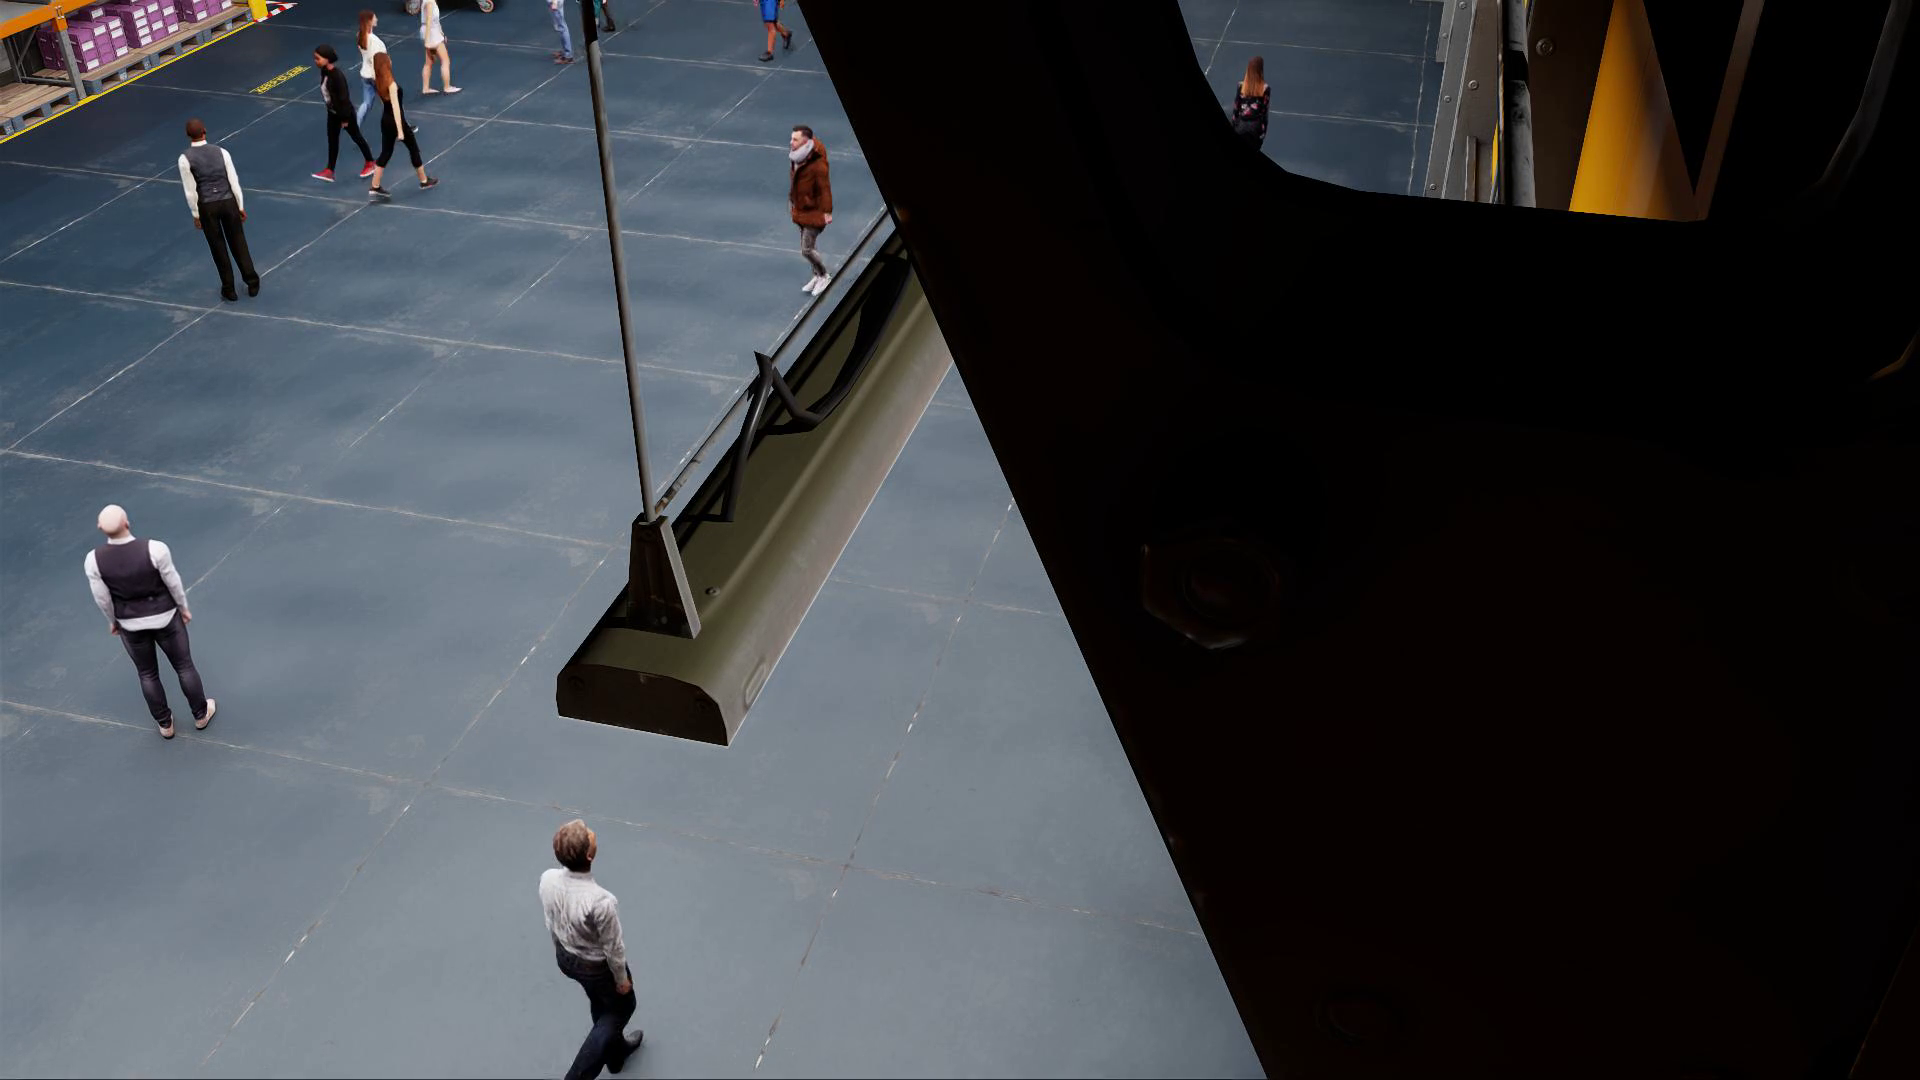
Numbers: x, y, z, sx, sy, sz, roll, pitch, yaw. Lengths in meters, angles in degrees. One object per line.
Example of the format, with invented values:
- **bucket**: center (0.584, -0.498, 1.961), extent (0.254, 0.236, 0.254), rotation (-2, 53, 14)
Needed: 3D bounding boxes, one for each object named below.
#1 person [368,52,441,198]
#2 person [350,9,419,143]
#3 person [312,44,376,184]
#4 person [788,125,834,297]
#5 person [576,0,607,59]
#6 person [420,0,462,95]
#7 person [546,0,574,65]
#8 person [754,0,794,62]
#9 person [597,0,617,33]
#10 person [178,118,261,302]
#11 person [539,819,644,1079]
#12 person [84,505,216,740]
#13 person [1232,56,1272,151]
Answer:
- **person**: center (-6.710, -4.816, 19.470), extent (0.924, 1.688, 1.202), rotation (26, 42, 34)
- **person**: center (-7.469, -5.822, 21.014), extent (0.940, 1.656, 1.203), rotation (26, 42, 34)
- **person**: center (-7.366, -5.140, 20.007), extent (0.886, 1.634, 1.141), rotation (22, 39, 29)
- **person**: center (-1.481, -3.435, 17.272), extent (0.901, 1.821, 0.862), rotation (-24, 41, -32)
- **person**: center (-5.363, -7.845, 24.077), extent (0.965, 1.634, 1.068), rotation (-15, 36, -21)
- **person**: center (-7.243, -6.835, 22.596), extent (0.856, 1.591, 0.816), rotation (-8, 34, -12)
- **person**: center (-5.784, -7.767, 23.766), extent (0.784, 1.849, 0.634), rotation (-6, 34, -10)
- **person**: center (-2.688, -7.844, 23.946), extent (0.869, 1.776, 1.151), rotation (22, 39, 30)
- **person**: center (-5.386, -8.323, 25.127), extent (0.709, 1.266, 0.713), rotation (-4, 34, -5)
- **person**: center (-7.652, -3.409, 17.146), extent (0.763, 1.918, 0.830), rotation (-19, 38, -26)
- **person**: center (-1.977, 2.254, 8.728), extent (0.818, 1.804, 0.997), rotation (19, 38, 27)
- **person**: center (-5.500, 0.551, 11.275), extent (0.785, 1.823, 0.805), rotation (-11, 35, -16)
- **person**: center (3.375, -4.813, 19.488), extent (0.670, 1.664, 1.021), rotation (13, 36, 19)
